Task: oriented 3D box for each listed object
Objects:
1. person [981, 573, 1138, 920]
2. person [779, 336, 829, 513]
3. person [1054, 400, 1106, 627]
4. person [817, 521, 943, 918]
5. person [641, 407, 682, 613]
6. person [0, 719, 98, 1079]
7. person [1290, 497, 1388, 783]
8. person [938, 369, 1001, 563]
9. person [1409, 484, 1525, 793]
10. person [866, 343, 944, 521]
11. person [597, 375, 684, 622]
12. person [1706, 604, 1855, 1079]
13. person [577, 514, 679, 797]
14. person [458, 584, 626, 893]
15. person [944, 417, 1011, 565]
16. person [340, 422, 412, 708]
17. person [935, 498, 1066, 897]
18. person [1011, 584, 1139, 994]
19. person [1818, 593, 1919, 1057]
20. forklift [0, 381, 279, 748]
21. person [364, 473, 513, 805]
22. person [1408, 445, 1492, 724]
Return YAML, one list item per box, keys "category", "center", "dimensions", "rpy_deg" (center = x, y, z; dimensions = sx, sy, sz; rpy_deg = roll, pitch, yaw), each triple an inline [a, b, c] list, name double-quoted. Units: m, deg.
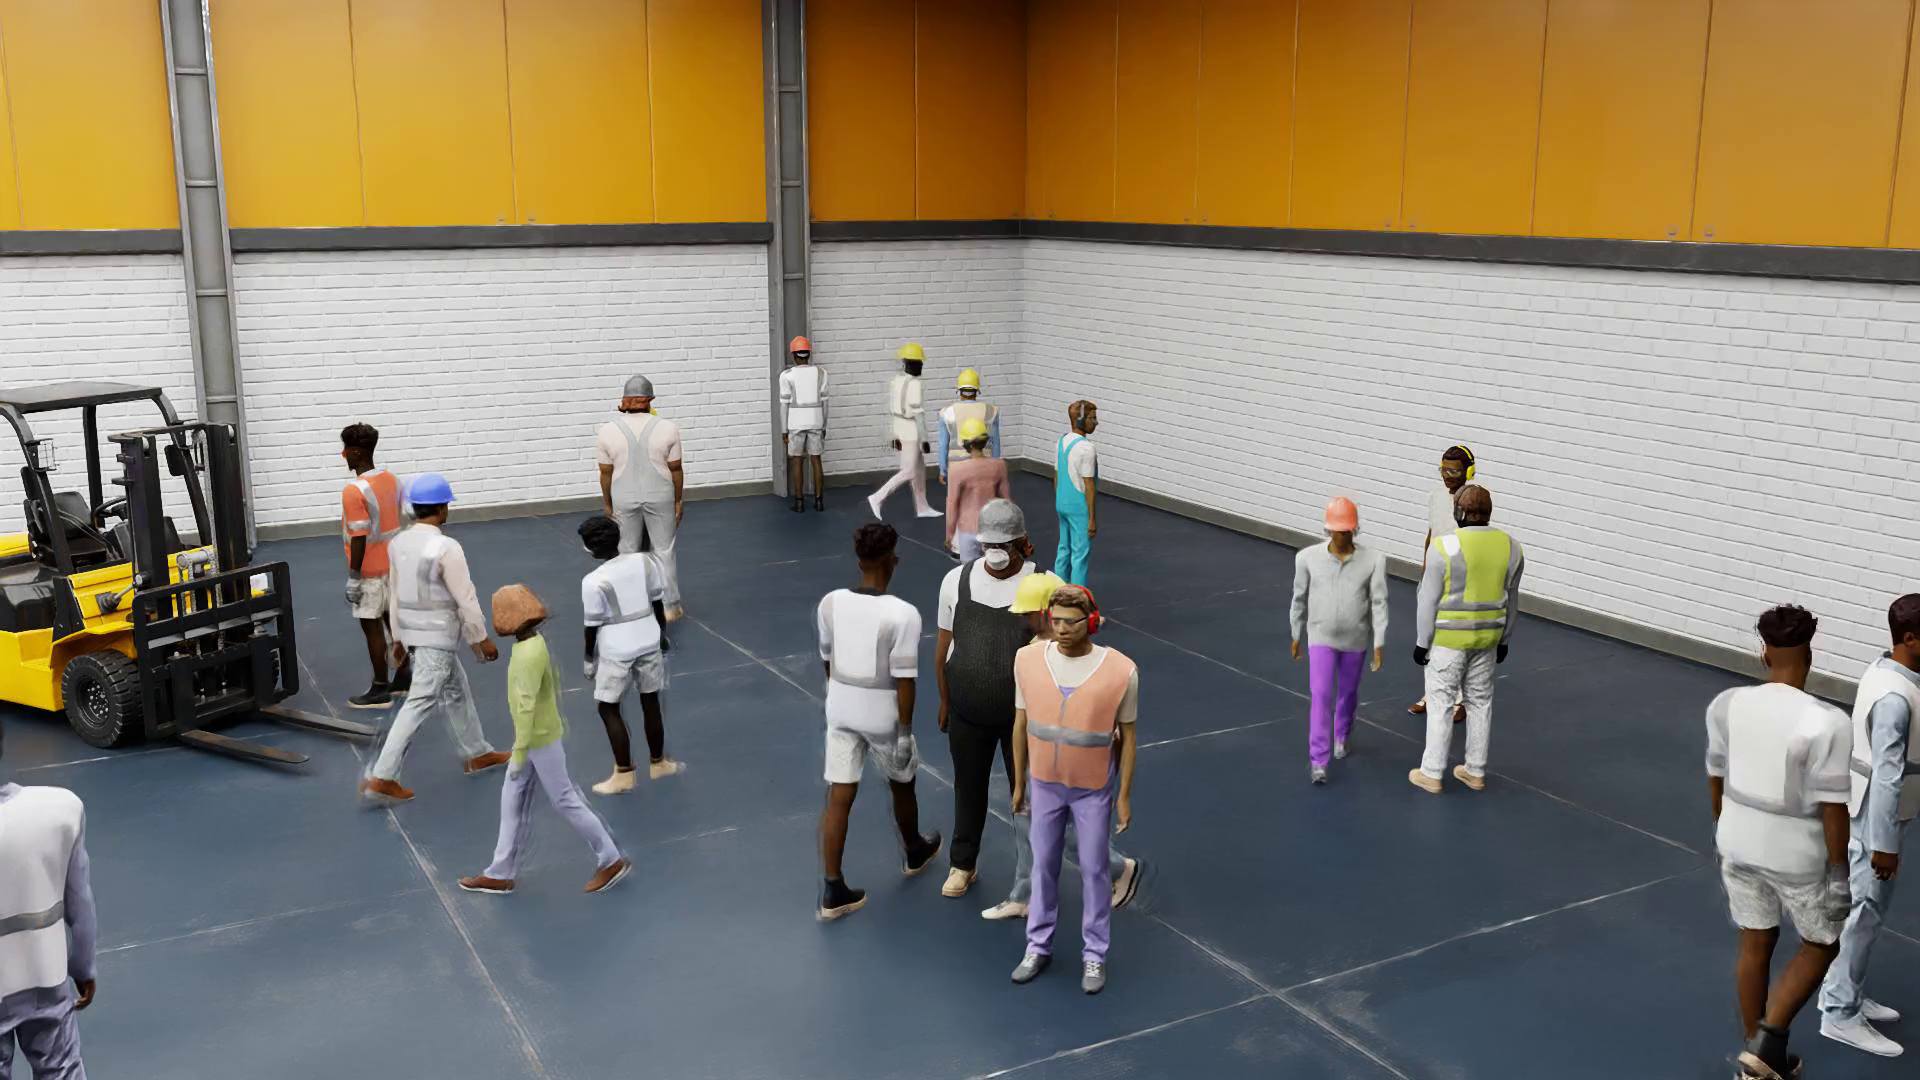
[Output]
- category: "person"
  center: [0.476, 1.000, 7.972]
  dimensions: [0.677, 1.741, 0.531]
  rpy_deg: [-3, 12, -13]
- category: "person"
  center: [-1.706, -1.262, 18.181]
  dimensions: [0.546, 1.920, 0.418]
  rpy_deg: [-3, 12, -15]
- category: "person"
  center: [0.947, -0.213, 13.431]
  dimensions: [0.348, 1.842, 0.506]
  rpy_deg: [-7, 14, -28]
- category: "person"
  center: [-0.419, 0.854, 8.265]
  dimensions: [0.620, 1.919, 0.976]
  rpy_deg: [6, 14, 28]
- category: "person"
  center: [-2.550, -0.231, 13.695]
  dimensions: [0.533, 1.767, 0.327]
  rpy_deg: [3, 12, 14]
- category: "person"
  center: [-3.104, 1.461, 5.427]
  dimensions: [0.383, 1.911, 0.593]
  rpy_deg: [11, 16, 41]
- category: "person"
  center: [2.285, 0.579, 10.059]
  dimensions: [0.568, 1.707, 0.895]
  rpy_deg: [2, 12, 10]
- category: "person"
  center: [0.086, -0.695, 15.707]
  dimensions: [0.590, 1.835, 0.404]
  rpy_deg: [-1, 12, -4]
- category: "person"
  center: [2.956, 0.580, 9.749]
  dimensions: [0.640, 1.830, 0.429]
  rpy_deg: [-3, 13, -15]
- category: "person"
  center: [-0.587, -1.136, 17.606]
  dimensions: [0.832, 1.903, 0.591]
  rpy_deg: [-4, 13, -17]
- category: "person"
  center: [-2.579, -0.338, 13.547]
  dimensions: [0.672, 2.000, 0.536]
  rpy_deg: [-1, 12, -6]
- category: "person"
  center: [3.218, 1.219, 6.526]
  dimensions: [0.488, 1.929, 0.676]
  rpy_deg: [-7, 14, -29]
- category: "person"
  center: [-1.932, 0.650, 9.804]
  dimensions: [0.319, 1.669, 0.643]
  rpy_deg: [11, 16, 41]
- category: "person"
  center: [-2.098, 1.004, 8.308]
  dimensions: [0.811, 1.592, 0.566]
  rpy_deg: [-4, 13, -18]
- category: "person"
  center: [0.153, -0.081, 13.028]
  dimensions: [0.534, 1.756, 0.448]
  rpy_deg: [-8, 14, -32]
- category: "person"
  center: [-4.002, 0.171, 11.339]
  dimensions: [0.364, 1.962, 0.613]
  rpy_deg: [2, 12, 10]
- category: "person"
  center: [0.195, 0.797, 8.225]
  dimensions: [0.684, 2.000, 0.538]
  rpy_deg: [3, 12, 12]
- category: "person"
  center: [0.506, 1.081, 7.353]
  dimensions: [0.564, 1.846, 0.391]
  rpy_deg: [4, 13, 20]
- category: "person"
  center: [3.823, 1.154, 6.881]
  dimensions: [0.415, 1.916, 0.606]
  rpy_deg: [6, 14, 28]
- category: "forklift"
  center: [-5.853, 0.085, 11.199]
  dimensions: [2.313, 2.155, 1.214]
  rpy_deg: [7, 14, 28]
- category: "person"
  center: [-3.107, 0.561, 9.701]
  dimensions: [0.614, 1.901, 1.027]
  rpy_deg: [12, 17, 43]
- category: "person"
  center: [3.257, 0.289, 11.043]
  dimensions: [0.329, 1.861, 0.510]
  rpy_deg: [-8, 15, -34]
